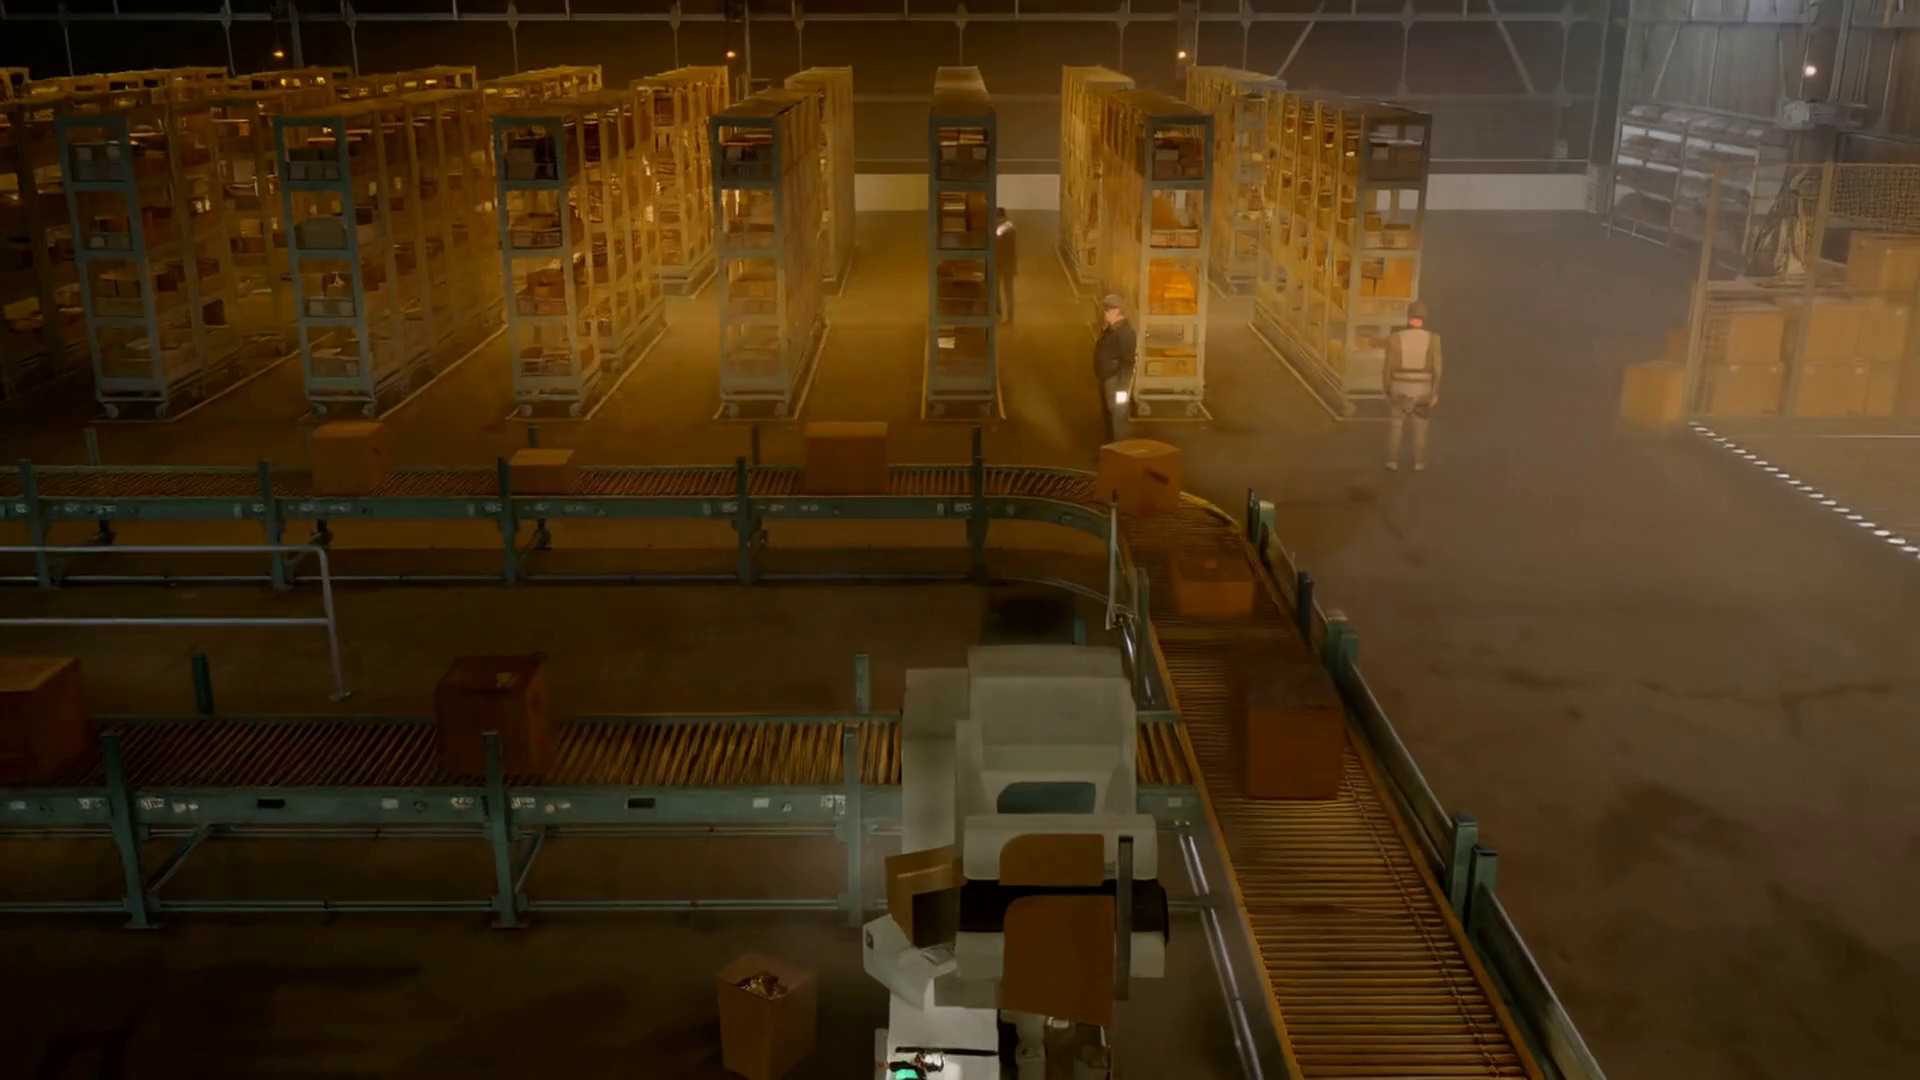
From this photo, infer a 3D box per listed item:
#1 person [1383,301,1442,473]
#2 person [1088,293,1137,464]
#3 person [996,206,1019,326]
[{"bbox_3d":[4.794,-1.627,17.683,0.595,1.831,0.403,4,18,12],"label":"person"},{"bbox_3d":[1.620,-1.678,17.726,0.408,1.908,0.642,-5,19,-16],"label":"person"},{"bbox_3d":[0.654,-4.257,25.796,0.569,1.831,0.411,10,21,29],"label":"person"}]
